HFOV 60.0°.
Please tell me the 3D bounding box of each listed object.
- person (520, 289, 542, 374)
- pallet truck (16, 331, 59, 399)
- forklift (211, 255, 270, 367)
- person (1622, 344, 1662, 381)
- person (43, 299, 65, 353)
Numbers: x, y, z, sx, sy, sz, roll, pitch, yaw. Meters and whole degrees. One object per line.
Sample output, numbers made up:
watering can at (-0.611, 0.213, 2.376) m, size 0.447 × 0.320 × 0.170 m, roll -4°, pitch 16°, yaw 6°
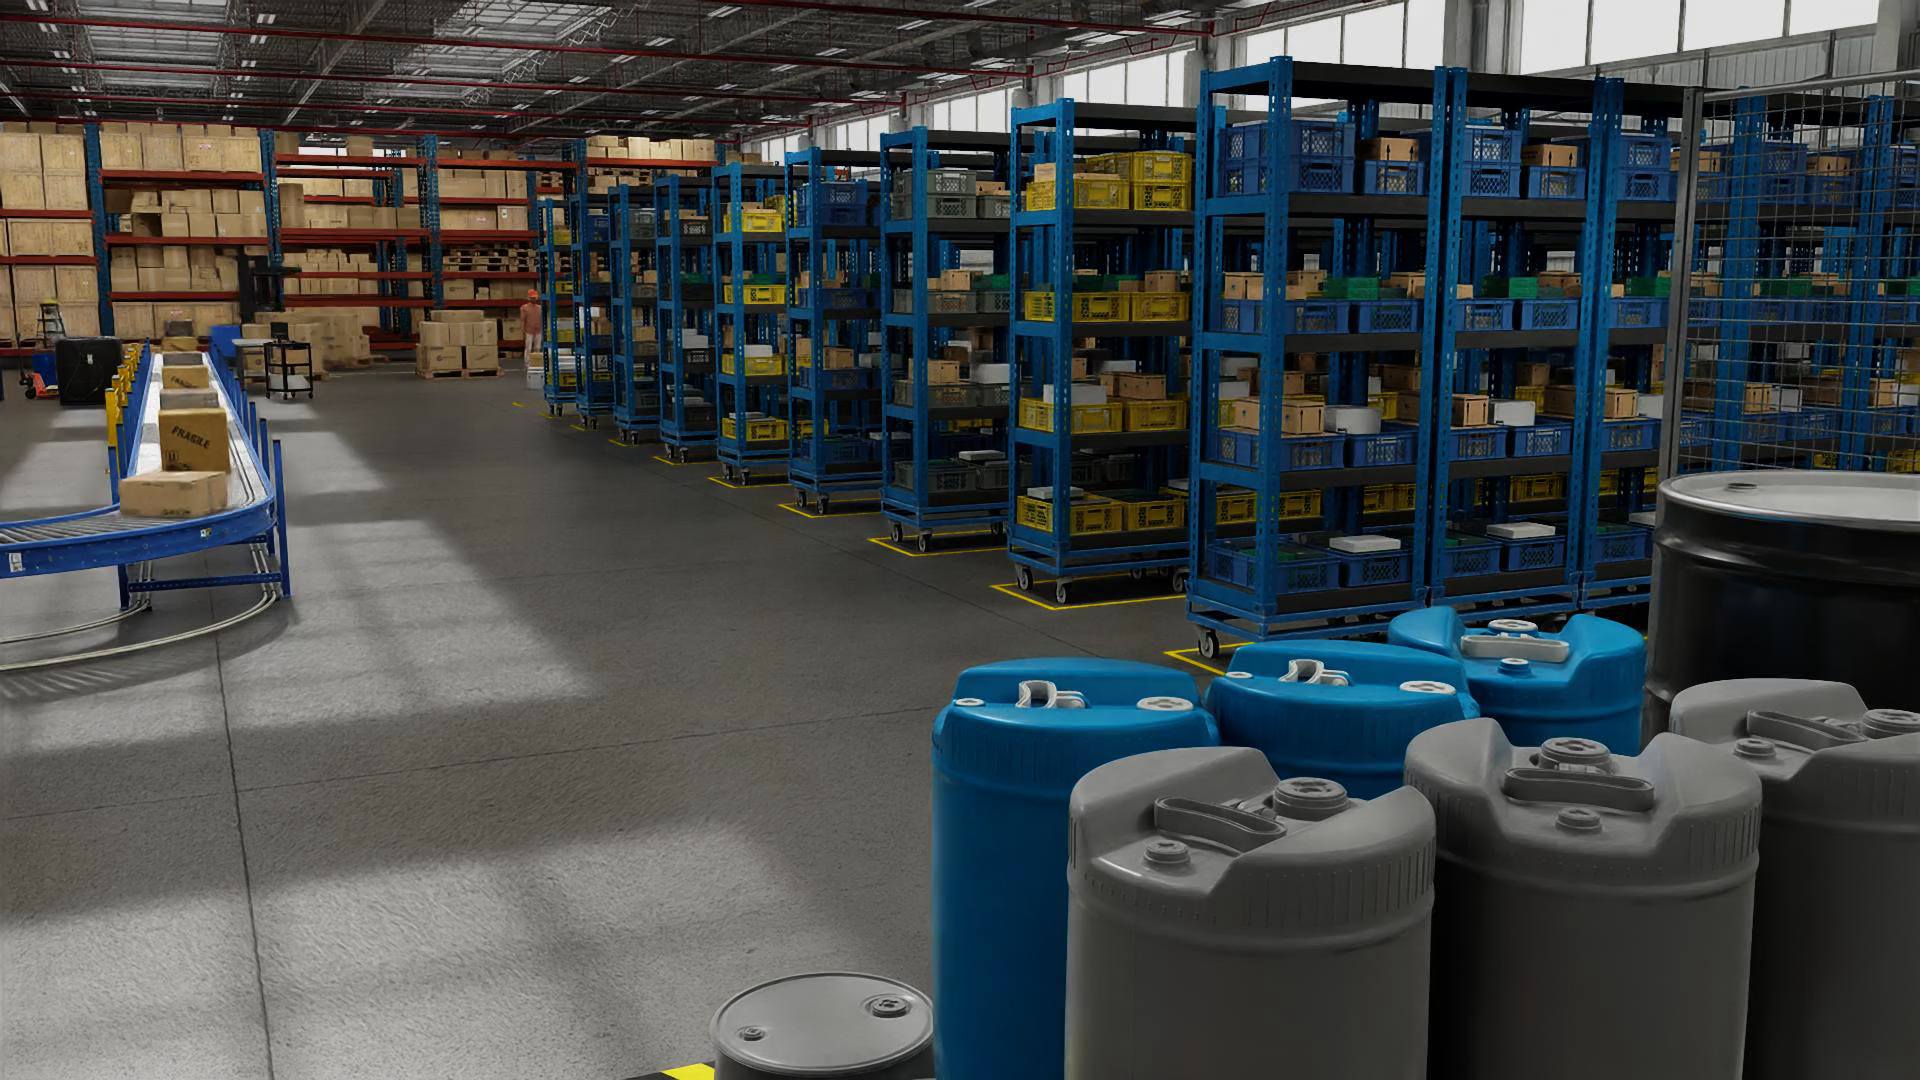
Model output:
person at (-10.111, -4.924, 39.377) m, size 0.375 × 1.995 × 0.611 m, roll 9°, pitch 12°, yaw 43°
pallet truck at (-17.082, -3.353, 31.781) m, size 1.630 × 1.274 × 0.653 m, roll -4°, pitch 10°, yaw -25°
forklift at (-17.527, -5.680, 41.330) m, size 1.873 × 2.768 × 1.129 m, roll 2°, pitch 9°, yaw 9°
person at (7.063, -1.293, 17.361) m, size 0.591 × 1.827 × 0.451 m, roll -4°, pitch 10°, yaw -23°
person at (-20.564, -4.587, 37.883) m, size 0.570 × 1.808 × 0.614 m, roll -4°, pitch 10°, yaw -24°
